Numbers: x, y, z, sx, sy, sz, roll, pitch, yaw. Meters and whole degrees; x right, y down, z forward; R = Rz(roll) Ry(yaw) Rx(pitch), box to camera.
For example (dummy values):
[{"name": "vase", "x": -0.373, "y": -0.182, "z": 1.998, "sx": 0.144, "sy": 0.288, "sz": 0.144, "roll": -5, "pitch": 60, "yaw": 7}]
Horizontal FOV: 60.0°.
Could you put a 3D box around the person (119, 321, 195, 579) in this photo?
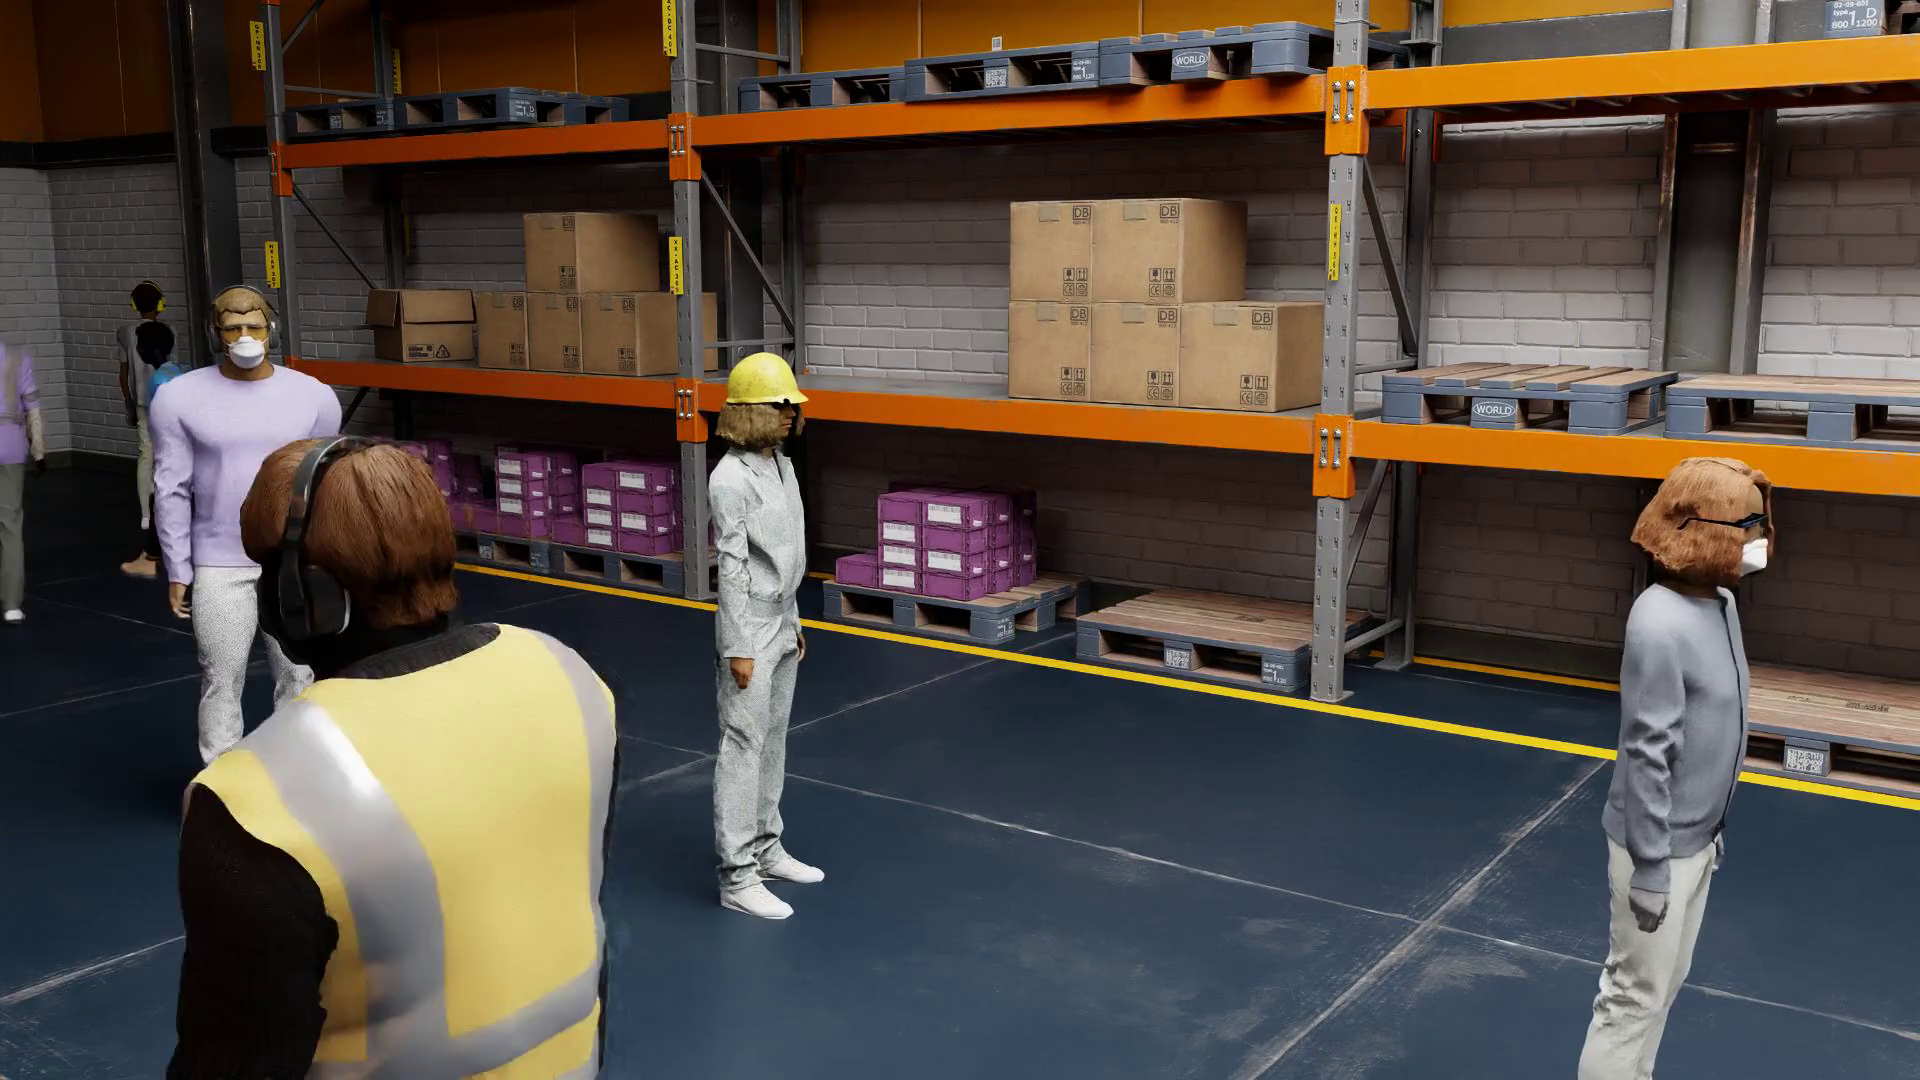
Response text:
[{"name": "person", "x": -4.933, "y": -0.566, "z": 10.571, "sx": 0.829, "sy": 1.646, "sz": 0.538, "roll": -2, "pitch": 10, "yaw": -10}]

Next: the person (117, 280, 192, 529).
[{"name": "person", "x": -6.050, "y": -1.007, "z": 12.531, "sx": 0.515, "sy": 1.877, "sz": 0.328, "roll": 1, "pitch": 10, "yaw": 5}]

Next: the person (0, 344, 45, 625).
[{"name": "person", "x": -5.515, "y": -0.483, "z": 9.406, "sx": 0.598, "sy": 1.877, "sz": 0.954, "roll": -5, "pitch": 11, "yaw": -29}]

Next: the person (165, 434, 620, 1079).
[{"name": "person", "x": -0.665, "y": 0.778, "z": 2.046, "sx": 0.456, "sy": 1.823, "sz": 0.645, "roll": 5, "pitch": 11, "yaw": 25}]

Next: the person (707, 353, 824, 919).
[{"name": "person", "x": -0.603, "y": 0.289, "z": 5.203, "sx": 0.295, "sy": 1.744, "sz": 0.489, "roll": 2, "pitch": 10, "yaw": 14}]

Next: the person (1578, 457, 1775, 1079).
[{"name": "person", "x": 1.490, "y": 0.635, "z": 3.468, "sx": 0.269, "sy": 1.632, "sz": 0.505, "roll": 7, "pitch": 12, "yaw": 36}]

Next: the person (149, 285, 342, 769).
[{"name": "person", "x": -2.451, "y": 0.090, "z": 5.805, "sx": 0.627, "sy": 1.941, "sz": 0.373, "roll": -6, "pitch": 11, "yaw": -30}]
